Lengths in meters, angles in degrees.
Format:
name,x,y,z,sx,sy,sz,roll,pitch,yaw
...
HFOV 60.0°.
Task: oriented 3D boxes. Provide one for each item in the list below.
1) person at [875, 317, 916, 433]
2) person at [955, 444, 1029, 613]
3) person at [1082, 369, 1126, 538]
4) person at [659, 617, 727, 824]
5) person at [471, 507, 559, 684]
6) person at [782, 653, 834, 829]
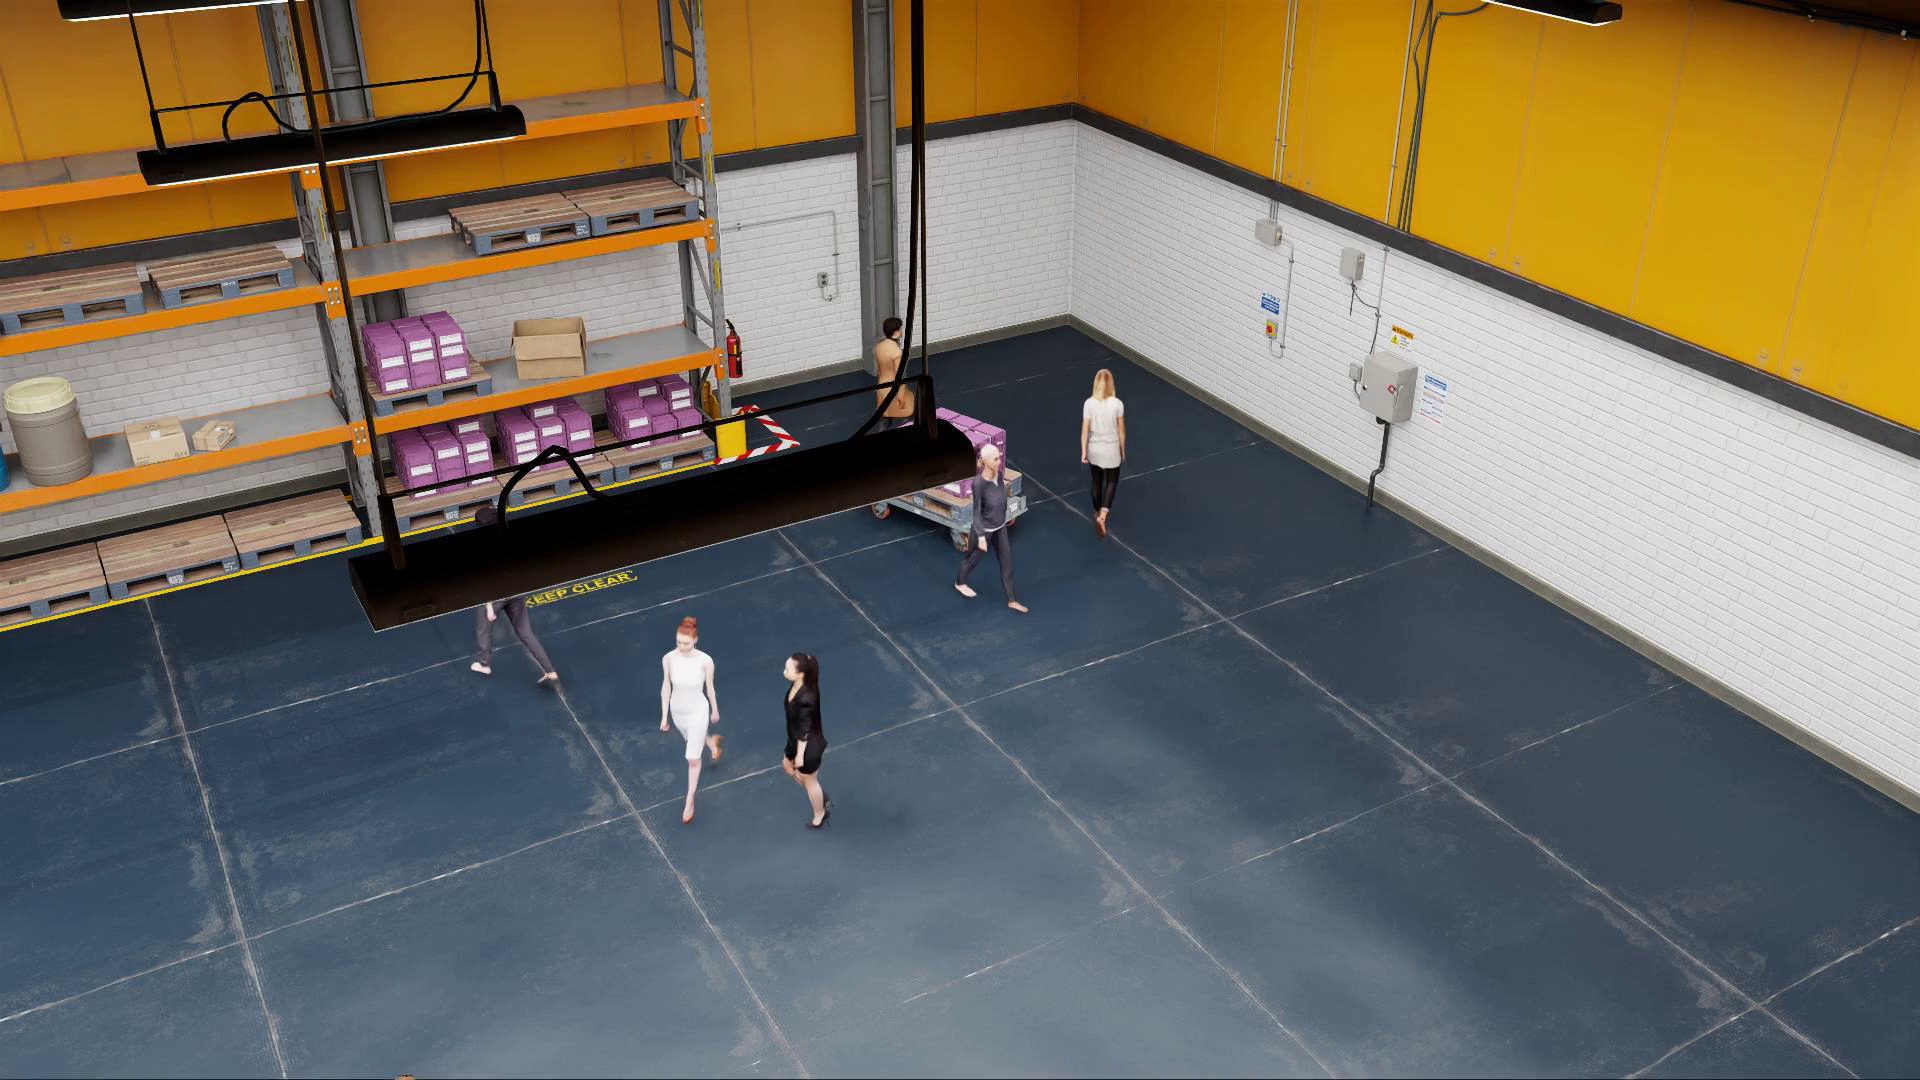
name,x,y,z,sx,sy,sz,roll,pitch,yaw
person,-0.824,-1.662,18.751,0.791,1.712,0.759,-24,37,-37
person,0.203,-0.138,15.989,0.913,1.682,1.100,23,36,36
person,1.484,-0.870,17.196,1.009,1.810,1.047,5,29,10
person,-2.100,1.339,13.194,1.072,1.765,1.122,7,29,13
person,-3.966,0.552,14.691,1.080,1.713,1.195,15,32,26
person,-1.100,1.569,12.861,0.697,1.680,0.684,-4,29,-7
